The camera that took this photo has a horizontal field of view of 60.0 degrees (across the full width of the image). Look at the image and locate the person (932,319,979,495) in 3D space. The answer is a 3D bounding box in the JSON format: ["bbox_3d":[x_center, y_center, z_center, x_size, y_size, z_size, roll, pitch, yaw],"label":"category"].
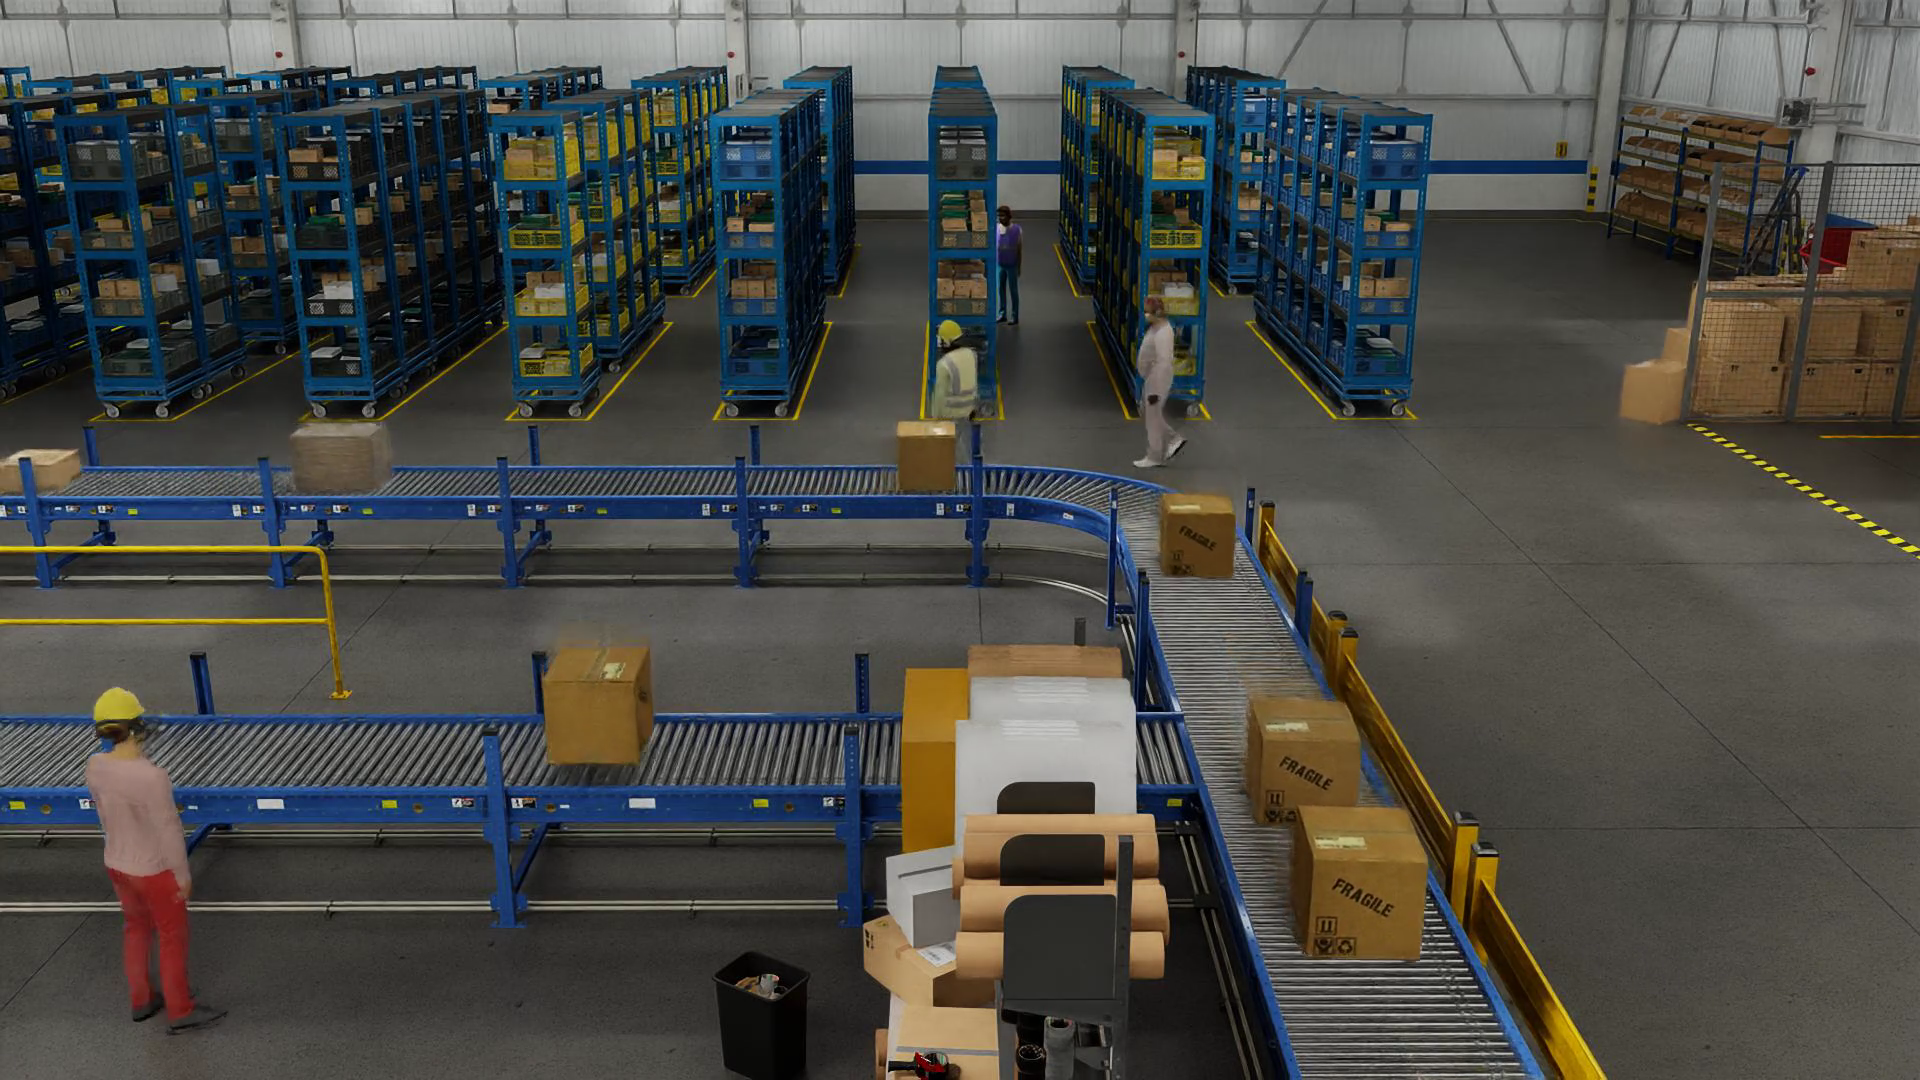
[{"bbox_3d":[-0.072,-1.326,16.780,0.420,1.813,0.613,14,23,37],"label":"person"}]

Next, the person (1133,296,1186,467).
[{"bbox_3d":[2.119,-1.678,17.765,0.489,1.883,0.683,2,18,6],"label":"person"}]

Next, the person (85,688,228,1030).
[{"bbox_3d":[-3.922,1.558,8.018,0.565,1.744,0.322,9,20,25],"label":"person"}]

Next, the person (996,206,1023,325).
[{"bbox_3d":[0.720,-4.273,25.844,0.575,1.830,0.410,10,21,29],"label":"person"}]
